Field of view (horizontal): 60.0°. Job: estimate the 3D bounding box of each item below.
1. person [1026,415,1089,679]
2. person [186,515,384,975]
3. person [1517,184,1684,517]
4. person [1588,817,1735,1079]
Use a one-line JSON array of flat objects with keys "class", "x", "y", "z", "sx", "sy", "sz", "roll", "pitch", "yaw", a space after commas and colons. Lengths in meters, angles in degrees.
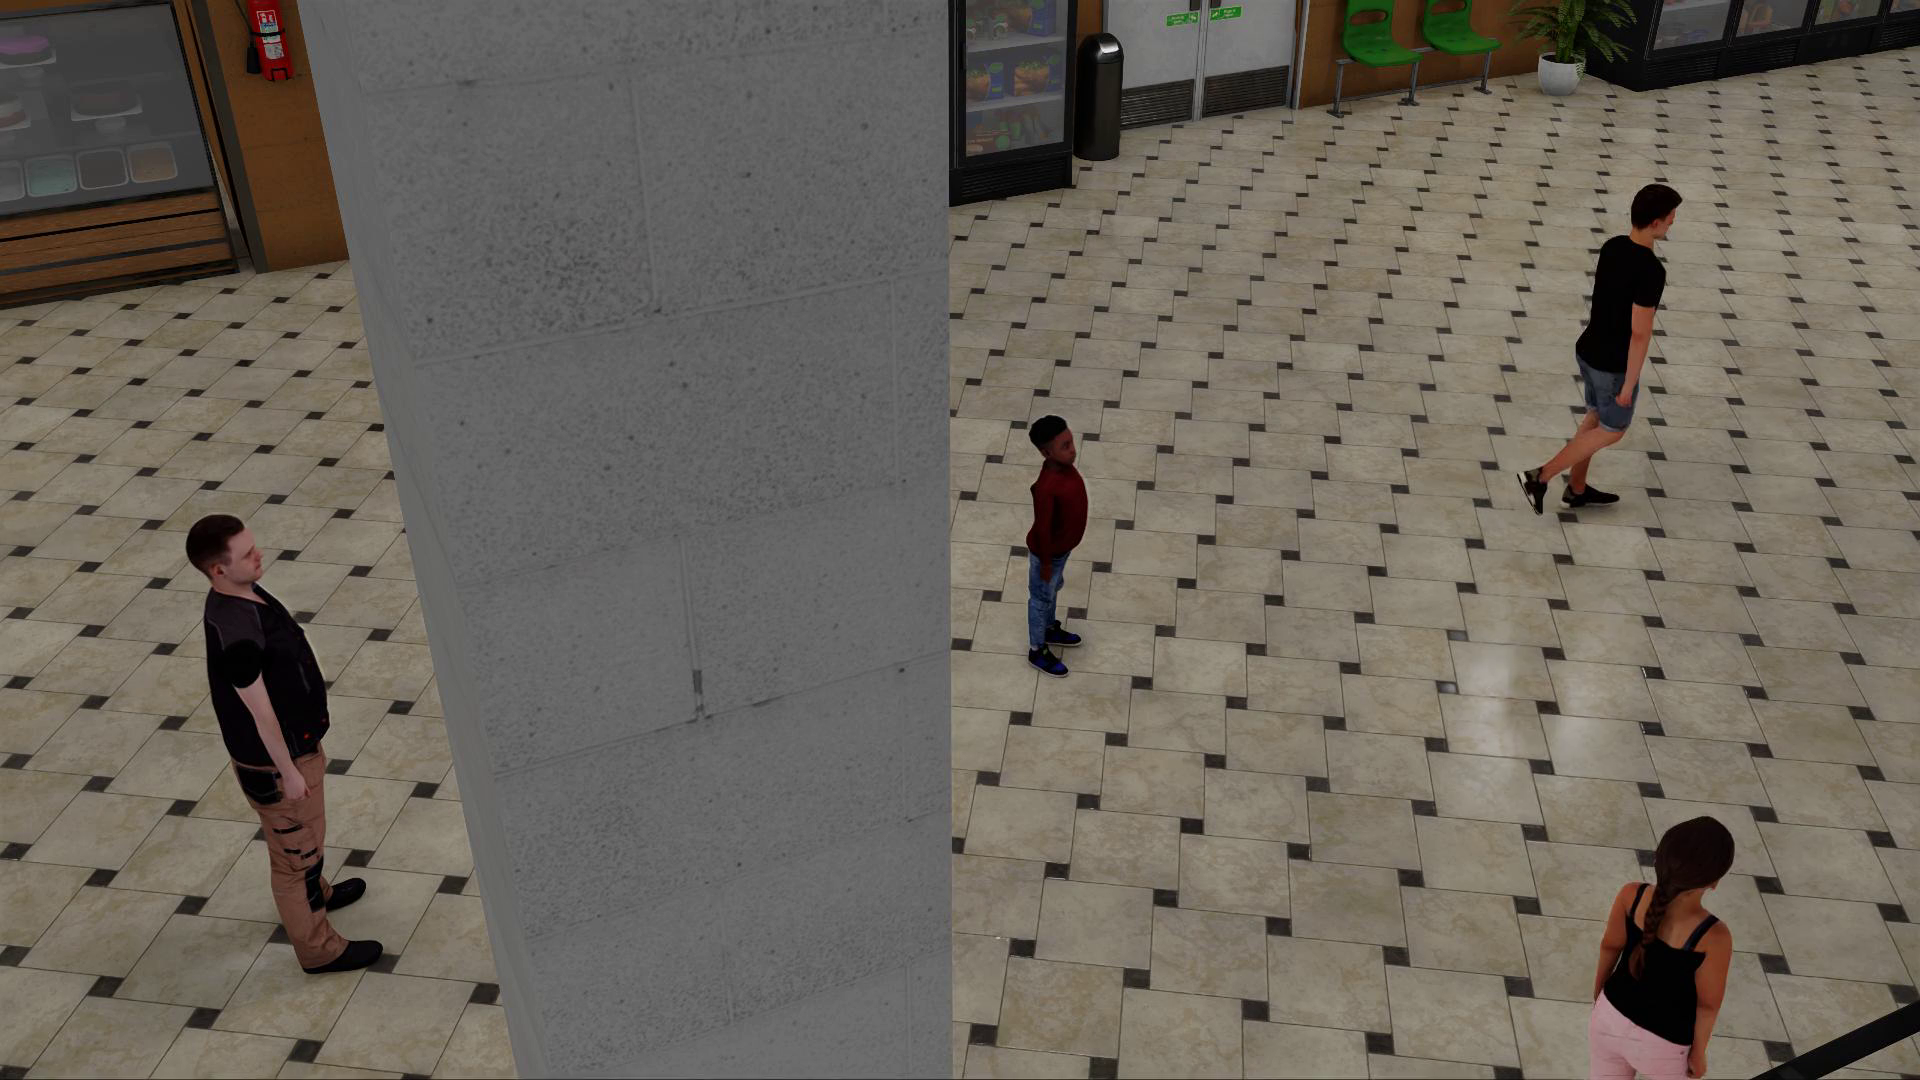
[{"class": "person", "x": 0.411, "y": 0.003, "z": 7.521, "sx": 0.643, "sy": 1.256, "sz": 0.583, "roll": 11, "pitch": 34, "yaw": 17}, {"class": "person", "x": -2.412, "y": 0.707, "z": 5.834, "sx": 0.726, "sy": 1.842, "sz": 0.502, "roll": -14, "pitch": 34, "yaw": -21}, {"class": "person", "x": 3.207, "y": -0.905, "z": 8.439, "sx": 0.900, "sy": 1.827, "sz": 0.953, "roll": -8, "pitch": 33, "yaw": -12}, {"class": "person", "x": 1.982, "y": 1.470, "z": 4.875, "sx": 0.687, "sy": 1.560, "sz": 0.623, "roll": -27, "pitch": 41, "yaw": -36}]
